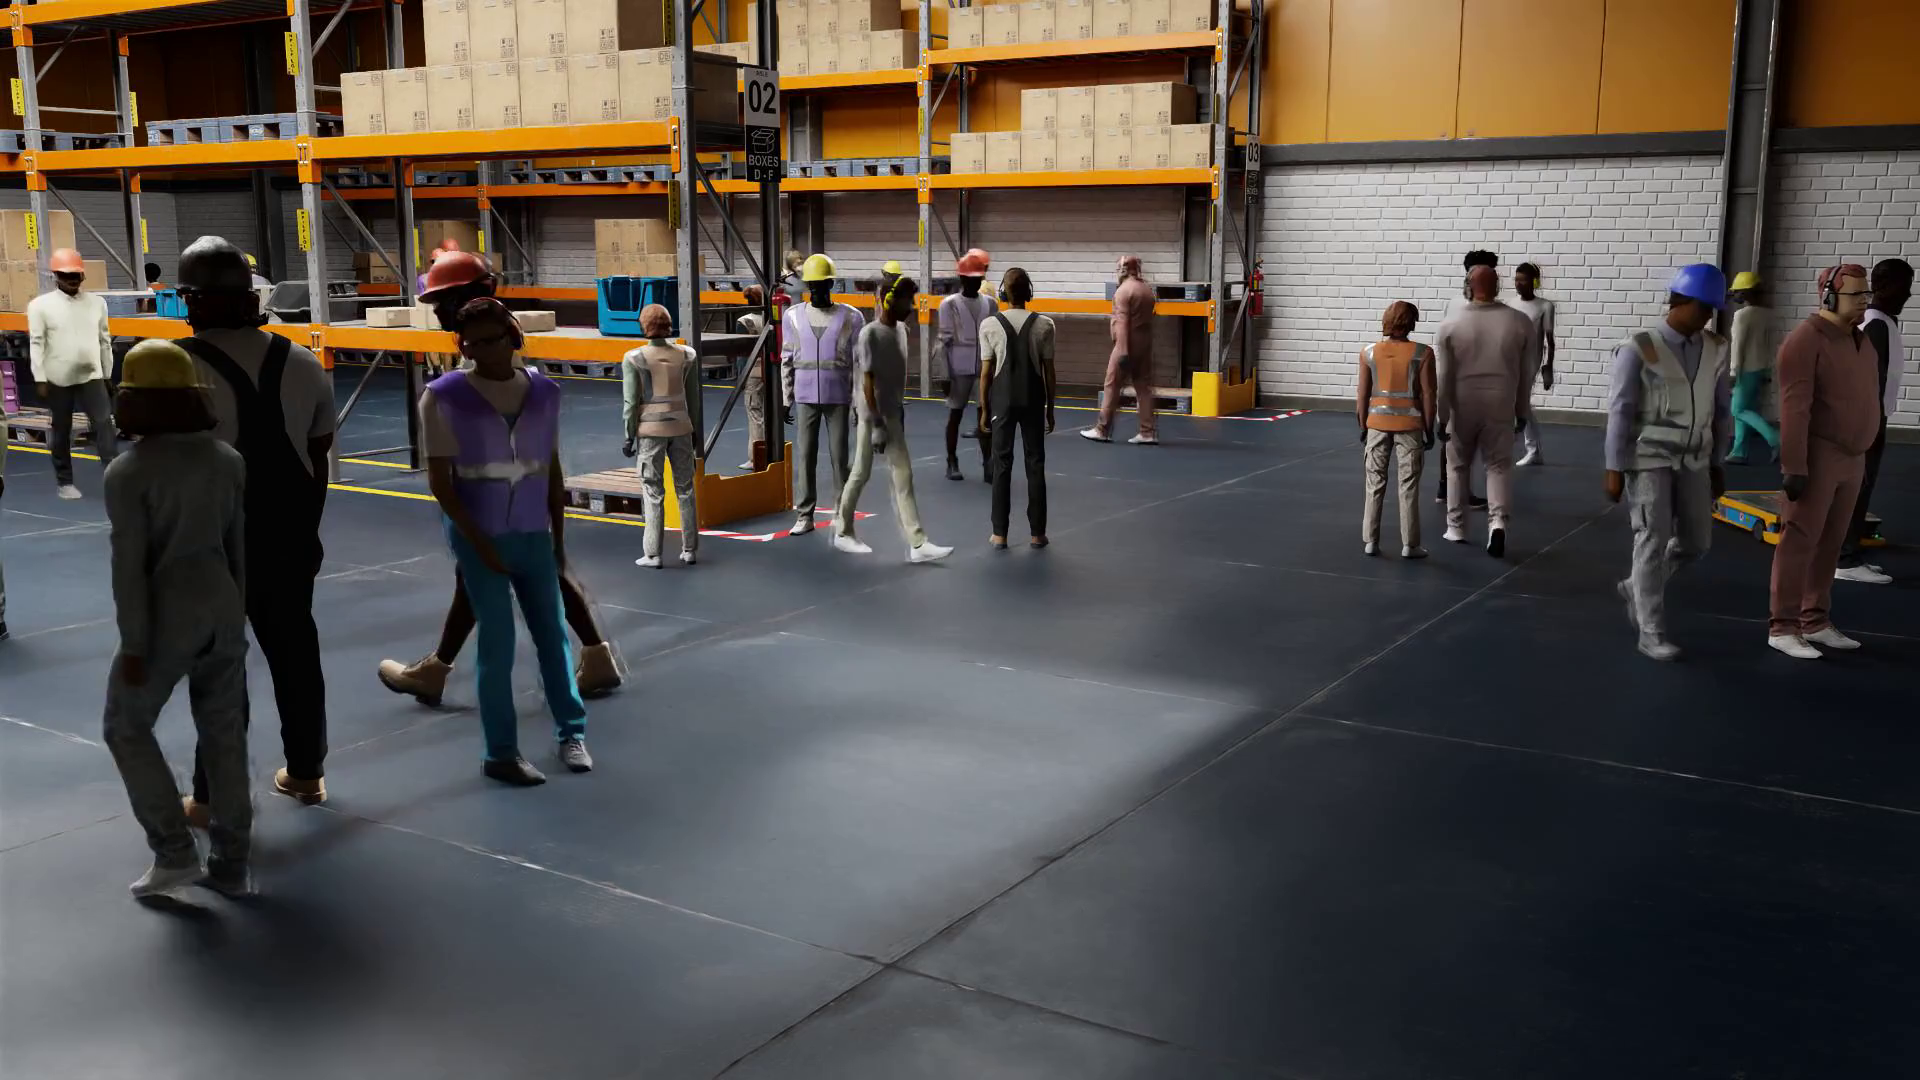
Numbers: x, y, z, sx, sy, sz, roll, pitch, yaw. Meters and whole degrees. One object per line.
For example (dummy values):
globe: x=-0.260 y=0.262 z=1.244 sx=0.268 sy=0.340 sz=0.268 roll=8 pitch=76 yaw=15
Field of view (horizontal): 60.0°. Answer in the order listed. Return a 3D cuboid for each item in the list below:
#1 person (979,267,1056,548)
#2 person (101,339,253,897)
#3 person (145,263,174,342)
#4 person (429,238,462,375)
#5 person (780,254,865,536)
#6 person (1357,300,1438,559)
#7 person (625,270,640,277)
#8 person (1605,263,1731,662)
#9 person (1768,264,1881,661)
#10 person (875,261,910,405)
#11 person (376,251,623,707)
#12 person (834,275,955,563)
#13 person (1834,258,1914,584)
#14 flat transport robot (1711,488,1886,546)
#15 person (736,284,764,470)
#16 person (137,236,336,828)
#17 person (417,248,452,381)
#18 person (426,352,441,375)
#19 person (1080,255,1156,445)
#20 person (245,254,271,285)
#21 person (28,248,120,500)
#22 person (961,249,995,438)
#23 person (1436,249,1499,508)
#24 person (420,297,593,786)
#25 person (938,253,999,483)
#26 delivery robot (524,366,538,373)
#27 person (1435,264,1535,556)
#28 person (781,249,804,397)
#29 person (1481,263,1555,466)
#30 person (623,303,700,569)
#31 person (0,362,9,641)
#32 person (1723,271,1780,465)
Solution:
person: x=0.376 y=-0.859 z=10.933 sx=0.505 sy=1.847 sz=0.346 roll=0 pitch=10 yaw=0
person: x=-2.396 y=0.256 z=5.081 sx=0.438 sy=1.730 sz=0.498 roll=6 pitch=12 yaw=28
person: x=-11.463 y=-3.098 z=23.747 sx=0.321 sy=1.697 sz=0.529 roll=3 pitch=11 yaw=14
person: x=-7.342 y=-3.327 z=24.055 sx=0.372 sy=2.045 sz=0.605 roll=9 pitch=14 yaw=42
person: x=-0.941 y=-0.984 z=11.399 sx=0.588 sy=1.927 sz=0.371 roll=1 pitch=10 yaw=6
person: x=2.777 y=-0.697 z=10.598 sx=0.512 sy=1.642 sz=0.311 roll=6 pitch=12 yaw=31
person: x=-4.231 y=-2.698 z=21.709 sx=0.269 sy=1.632 sz=0.504 roll=6 pitch=12 yaw=31
person: x=3.405 y=-0.380 z=8.090 sx=0.631 sy=1.913 sz=0.557 roll=-2 pitch=10 yaw=-12
person: x=4.238 y=-0.381 z=8.110 sx=0.652 sy=1.906 sz=0.409 roll=-7 pitch=12 yaw=-34
person: x=-0.839 y=-2.544 z=20.494 sx=0.317 sy=1.766 sz=0.533 roll=-8 pitch=13 yaw=-36
person: x=-2.007 y=-0.249 z=7.186 sx=1.069 sy=1.962 sz=0.671 roll=-2 pitch=10 yaw=-11
person: x=-0.454 y=-0.763 z=10.520 sx=0.976 sy=1.808 sz=0.529 roll=8 pitch=13 yaw=38
person: x=5.416 y=-0.713 z=9.937 sx=0.390 sy=1.914 sz=0.587 roll=4 pitch=11 yaw=21
flat transport robot: x=5.678 y=-0.166 z=11.454 sx=0.652 sy=0.197 sz=1.431 roll=0 pitch=10 yaw=1
person: x=-1.761 y=-1.435 z=14.691 sx=0.307 sy=1.641 sz=0.513 roll=9 pitch=14 yaw=42
person: x=-2.546 y=-0.028 z=5.786 sx=0.537 sy=2.000 sz=0.682 roll=7 pitch=13 yaw=35
person: x=-6.928 y=-2.924 z=22.157 sx=0.565 sy=1.918 sz=0.512 roll=-4 pitch=11 yaw=-22
person: x=-7.863 y=-3.288 z=25.005 sx=0.278 sy=1.628 sz=0.499 roll=4 pitch=11 yaw=23
person: x=1.610 y=-1.891 z=16.575 sx=0.879 sy=1.865 sz=0.675 roll=8 pitch=13 yaw=37
person: x=-9.733 y=-3.008 z=22.875 sx=0.404 sy=1.829 sz=0.600 roll=5 pitch=11 yaw=25
person: x=-6.772 y=-1.249 z=12.798 sx=0.994 sy=1.946 sz=0.652 roll=9 pitch=14 yaw=41
person: x=0.183 y=-1.996 z=17.037 sx=0.370 sy=1.929 sz=0.604 roll=1 pitch=10 yaw=6
person: x=3.856 y=-1.219 z=12.612 sx=0.379 sy=1.958 sz=0.608 roll=-2 pitch=10 yaw=-8
person: x=-1.666 y=0.017 z=6.168 sx=0.586 sy=1.810 sz=0.556 roll=-10 pitch=14 yaw=-43
person: x=0.107 y=-1.422 z=13.912 sx=0.573 sy=1.931 sz=0.598 roll=-4 pitch=11 yaw=-23
delivery robot: x=-5.668 y=-2.059 z=20.880 sx=0.707 sy=0.478 sz=0.477 roll=-3 pitch=11 yaw=-20
person: x=3.391 y=-0.845 z=10.812 sx=0.643 sy=1.879 sz=0.895 roll=2 pitch=10 yaw=10
person: x=-2.163 y=-2.697 z=20.941 sx=0.441 sy=1.914 sz=0.655 roll=6 pitch=12 yaw=32
person: x=4.911 y=-1.517 z=14.656 sx=0.993 sy=1.821 sz=0.537 roll=-7 pitch=13 yaw=-35
person: x=-1.838 y=-0.638 z=10.282 sx=0.512 sy=1.638 sz=0.312 roll=-7 pitch=12 yaw=-33
person: x=-5.027 y=-0.367 z=8.238 sx=0.596 sy=1.831 sz=0.403 roll=1 pitch=10 yaw=6
person: x=7.077 y=-1.503 z=14.747 sx=0.629 sy=1.746 sz=0.540 roll=10 pitch=14 yaw=44
